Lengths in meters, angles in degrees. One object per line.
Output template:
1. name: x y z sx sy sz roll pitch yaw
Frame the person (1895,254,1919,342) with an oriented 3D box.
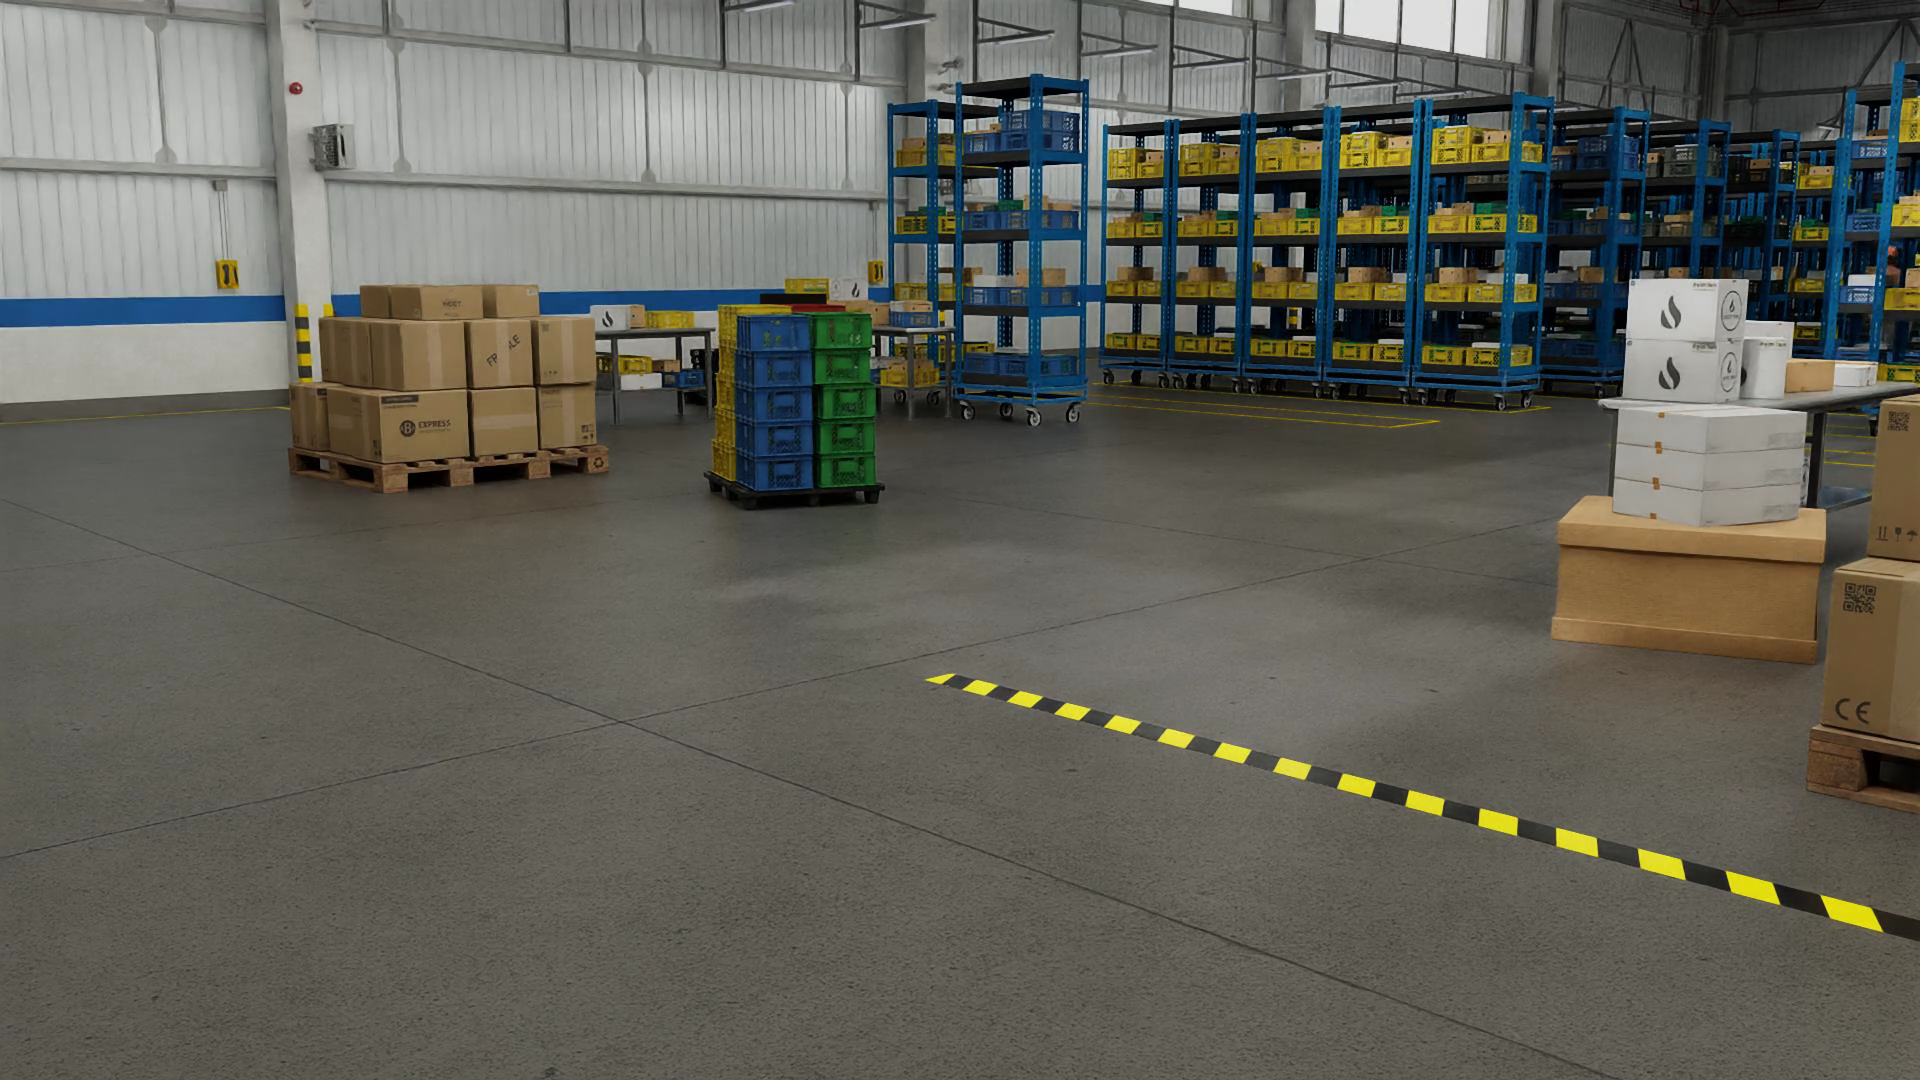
1. person: 13.704 -3.211 24.063 0.404 1.834 0.592 5 11 29

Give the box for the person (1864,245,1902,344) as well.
1. person: 13.597 -3.334 24.394 0.615 1.970 0.596 4 10 21

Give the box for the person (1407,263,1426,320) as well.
1. person: 8.872 -4.617 32.530 0.566 1.835 0.383 -1 9 -4
